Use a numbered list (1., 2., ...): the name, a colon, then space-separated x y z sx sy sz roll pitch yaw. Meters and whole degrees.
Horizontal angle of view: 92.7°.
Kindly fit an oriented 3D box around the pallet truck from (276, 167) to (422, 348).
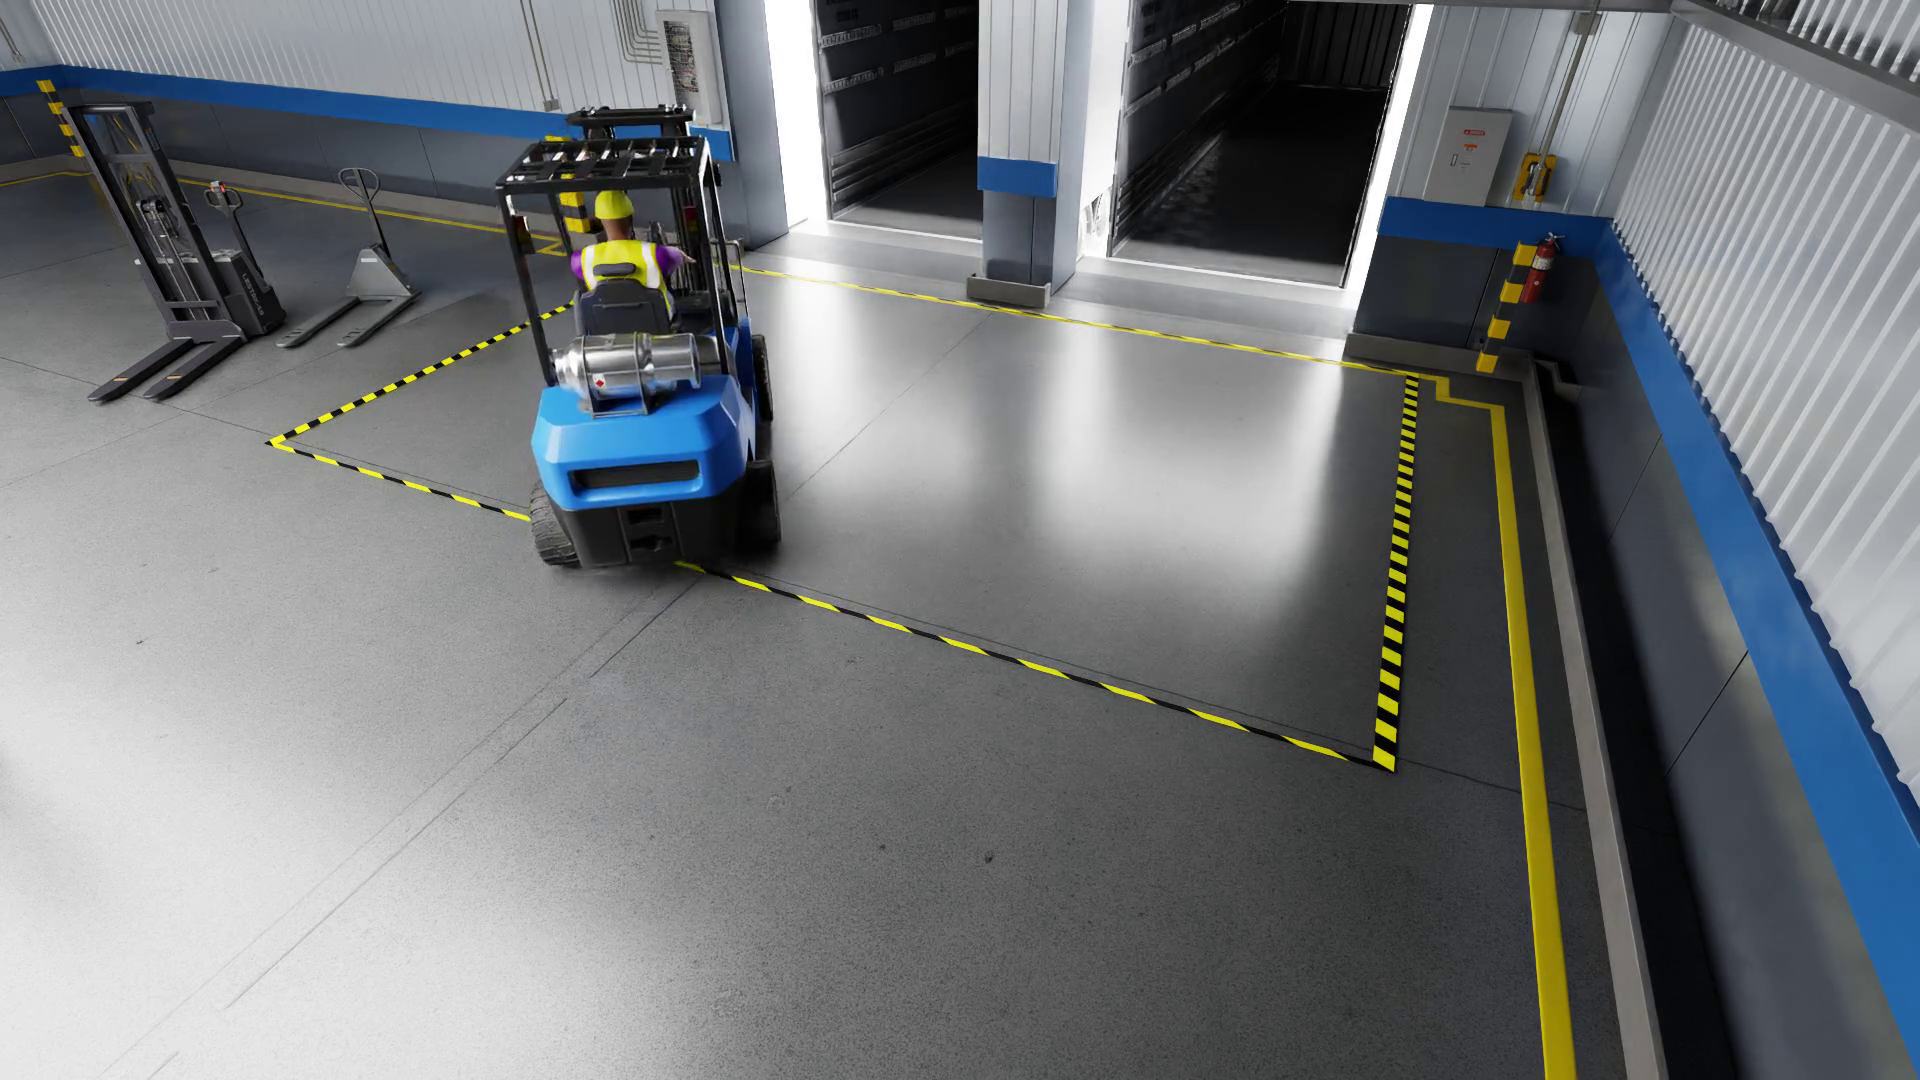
1. pallet truck: -5.732 -2.611 8.414 0.680 1.201 1.601 -1 35 -1

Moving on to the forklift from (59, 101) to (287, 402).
1. forklift: -6.686 -2.387 7.434 0.823 1.965 1.885 -3 35 -5

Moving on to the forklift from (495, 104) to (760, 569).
1. forklift: -1.949 -1.391 5.699 1.157 2.036 2.680 -6 35 -8

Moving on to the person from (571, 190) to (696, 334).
1. person: -1.952 -1.578 5.641 0.635 1.293 1.004 -6 35 -8
